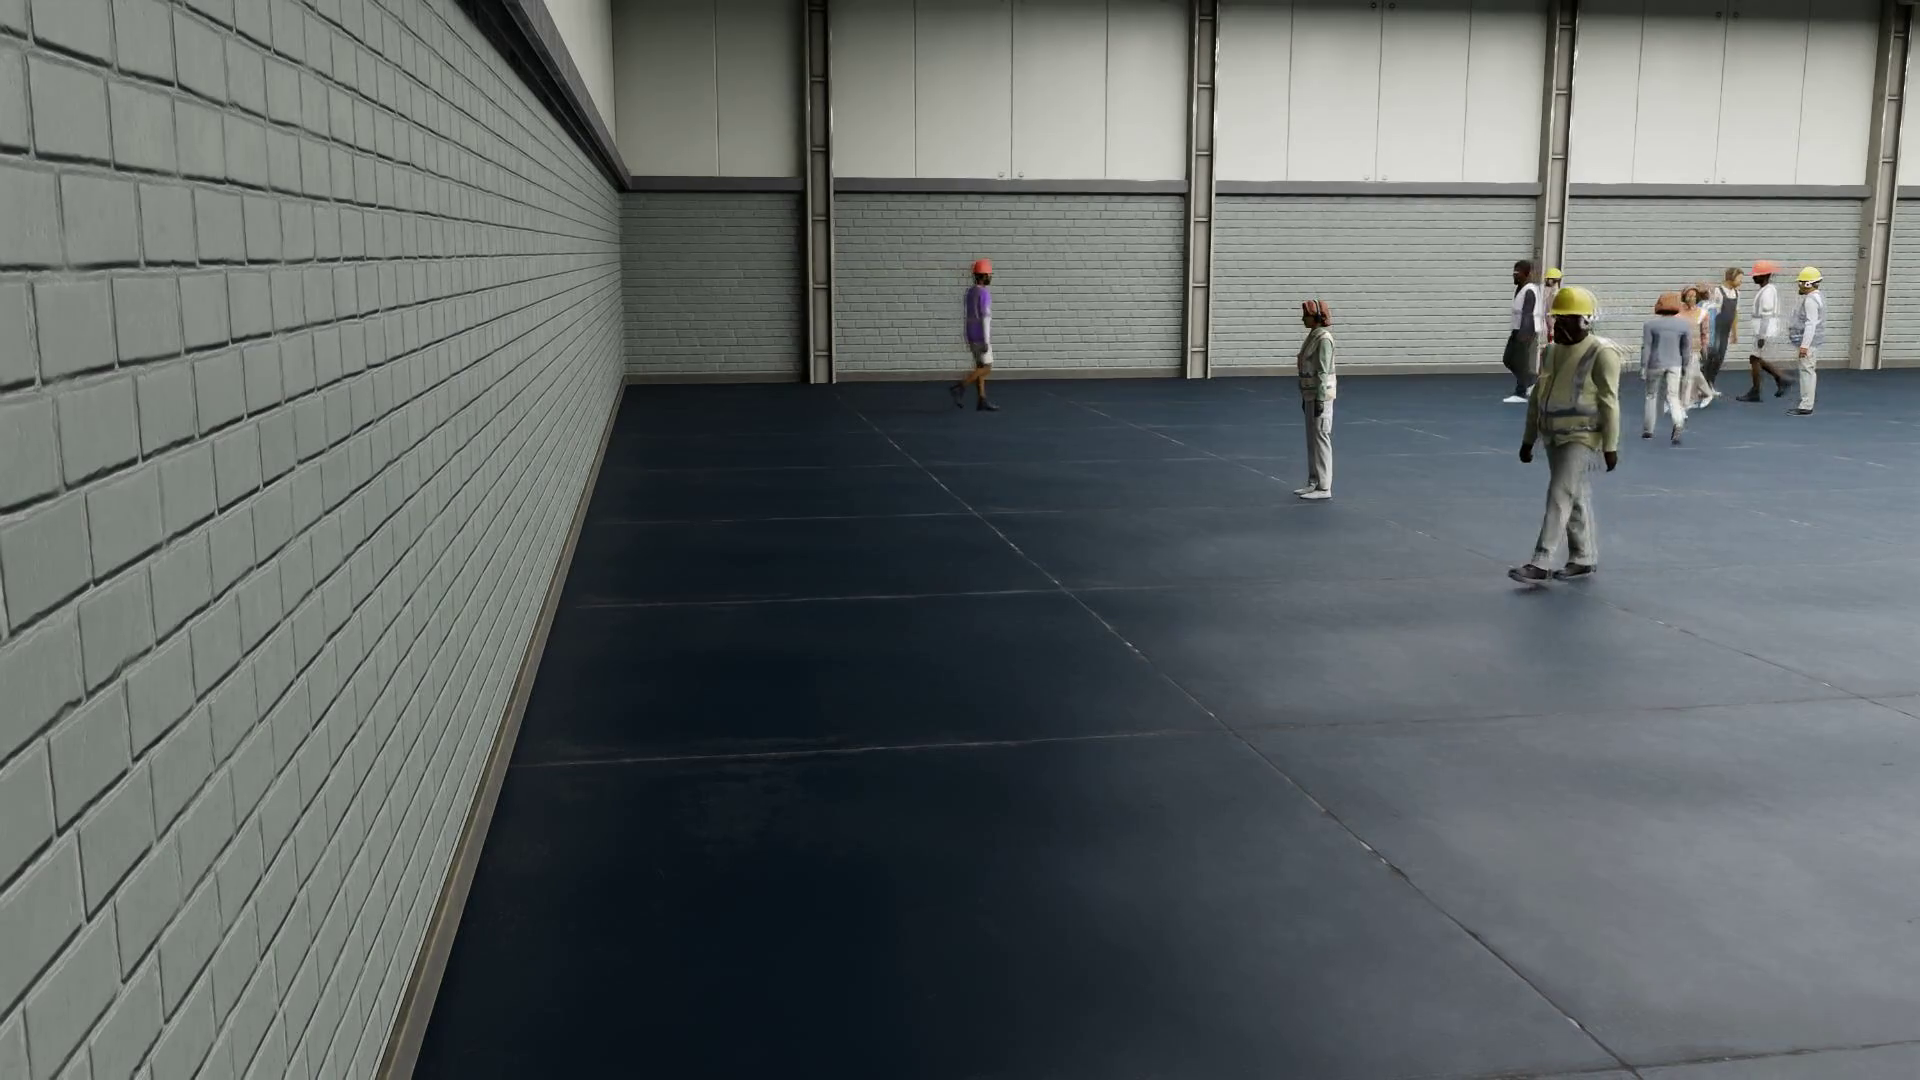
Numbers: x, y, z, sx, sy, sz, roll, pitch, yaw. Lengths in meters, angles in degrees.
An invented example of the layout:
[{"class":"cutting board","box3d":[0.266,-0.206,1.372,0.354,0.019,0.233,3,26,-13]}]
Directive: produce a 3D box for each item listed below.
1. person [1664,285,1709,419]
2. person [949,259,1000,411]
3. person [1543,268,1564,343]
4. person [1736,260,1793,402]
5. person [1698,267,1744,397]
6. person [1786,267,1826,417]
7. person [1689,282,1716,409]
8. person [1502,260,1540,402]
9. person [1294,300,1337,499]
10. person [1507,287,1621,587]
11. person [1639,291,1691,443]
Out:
[{"class":"person","box3d":[8.778,-2.283,20.171,0.541,1.620,0.430,2,10,14]},{"class":"person","box3d":[0.190,-2.564,20.938,0.641,1.922,0.559,-4,11,-22]},{"class":"person","box3d":[9.009,-3.244,25.306,0.328,1.769,0.526,2,10,13]},{"class":"person","box3d":[10.793,-2.781,22.222,0.590,1.914,0.583,5,11,25]},{"class":"person","box3d":[10.548,-2.878,23.087,0.538,1.803,0.471,-6,11,-29]},{"class":"person","box3d":[10.375,-2.424,20.399,0.403,1.830,0.598,6,12,32]},{"class":"person","box3d":[9.401,-2.466,21.245,0.362,1.630,0.531,-2,10,-11]},{"class":"person","box3d":[7.523,-2.786,22.280,0.434,1.901,0.594,0,10,-1]},{"class":"person","box3d":[2.920,-1.148,13.636,0.315,1.629,0.509,-1,10,-5]},{"class":"person","box3d":[3.583,-0.616,10.058,0.832,1.801,0.623,-3,10,-19]},{"class":"person","box3d":[7.504,-1.834,17.667,0.509,1.609,0.746,1,10,8]}]
